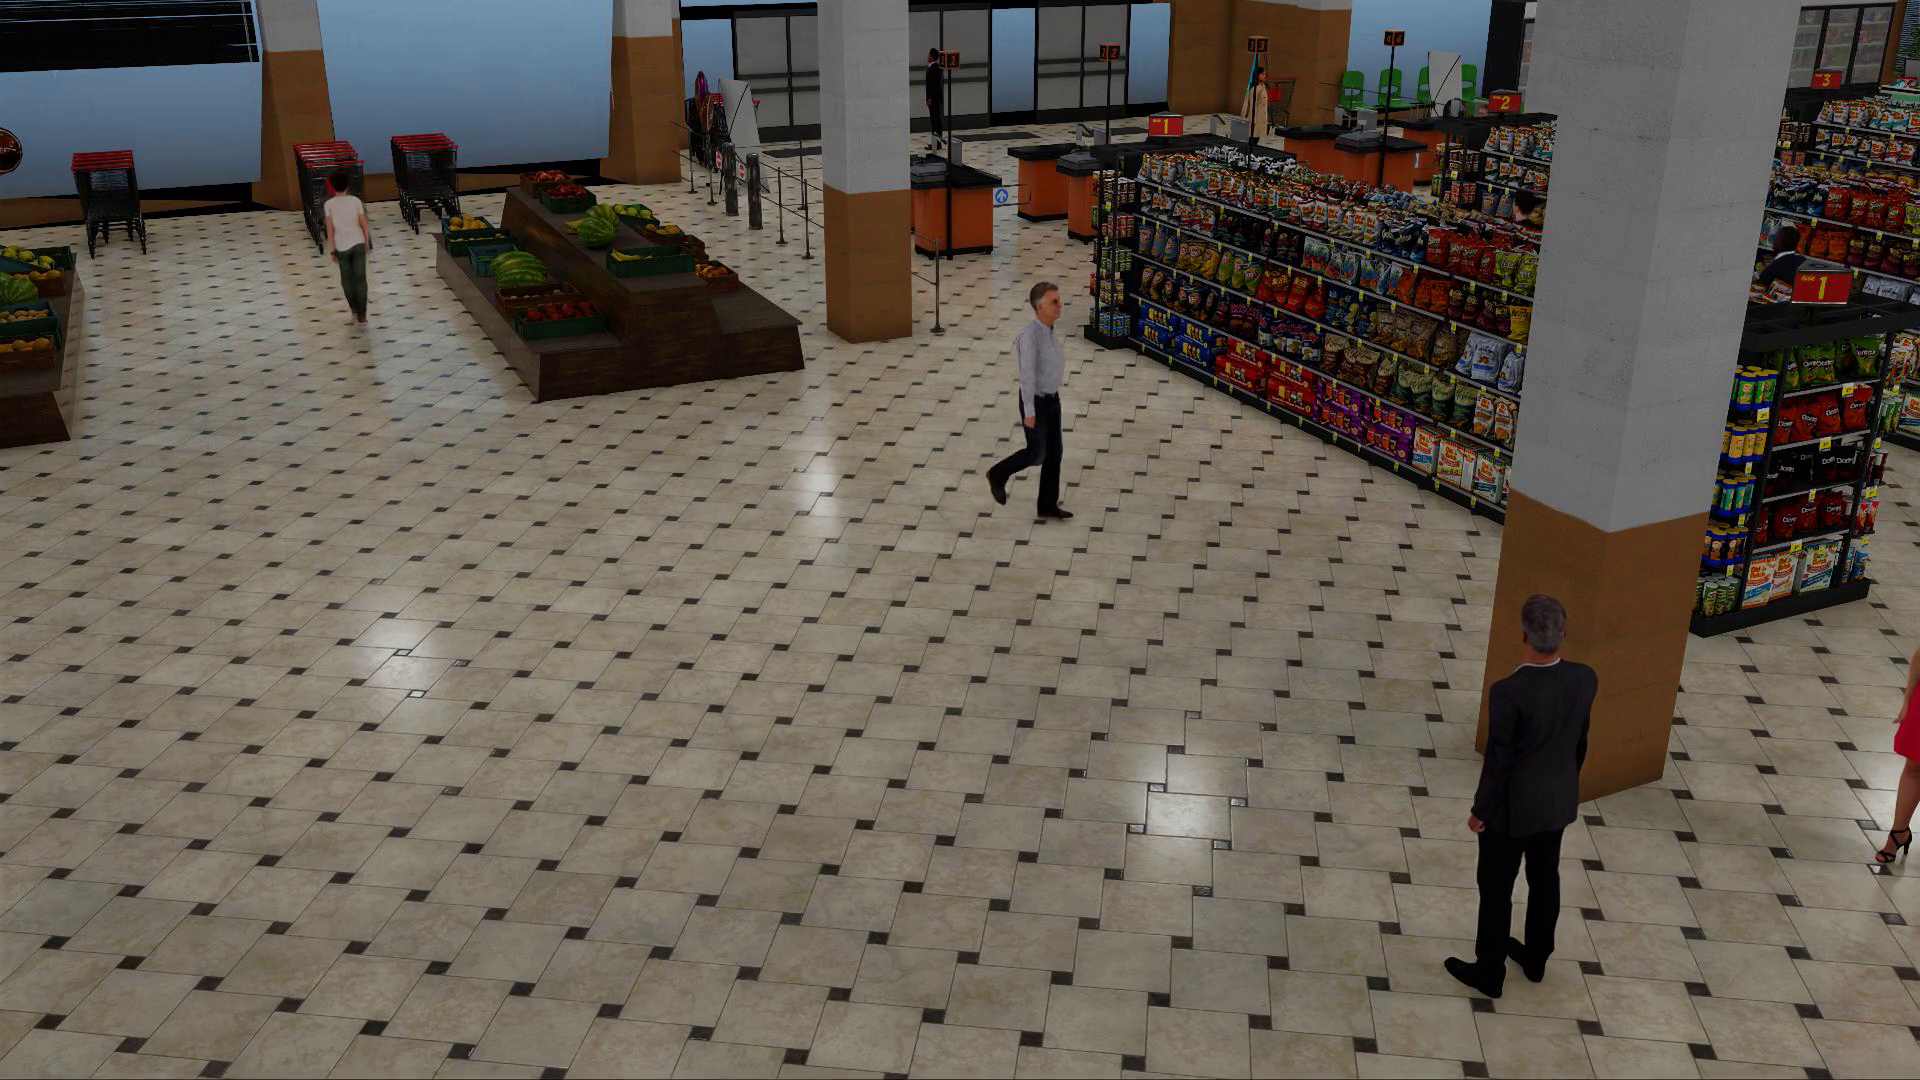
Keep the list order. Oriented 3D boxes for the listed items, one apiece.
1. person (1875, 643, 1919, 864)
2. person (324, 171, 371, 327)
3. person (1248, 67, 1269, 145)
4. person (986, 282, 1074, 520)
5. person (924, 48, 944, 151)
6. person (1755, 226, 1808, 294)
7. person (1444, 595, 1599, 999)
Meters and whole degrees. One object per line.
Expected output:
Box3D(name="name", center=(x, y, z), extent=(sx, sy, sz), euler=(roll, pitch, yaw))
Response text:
Box3D(name="person", center=(4.707, 0.816, 7.890), extent=(0.675, 1.728, 0.536), euler=(-15, 27, -33))
Box3D(name="person", center=(-6.466, -3.052, 17.674), extent=(0.663, 1.609, 1.174), euler=(-7, 23, -17))
Box3D(name="person", center=(4.773, -6.761, 26.809), extent=(0.745, 1.681, 0.724), euler=(11, 24, 26))
Box3D(name="person", center=(0.528, -1.028, 12.370), extent=(1.061, 1.808, 0.951), euler=(12, 25, 28))
Box3D(name="person", center=(-0.441, -7.731, 29.162), extent=(0.767, 1.727, 0.687), euler=(6, 23, 14))
Box3D(name="person", center=(6.935, -1.776, 14.210), extent=(0.696, 1.824, 0.611), euler=(-12, 25, -27))
Box3D(name="person", center=(2.399, 1.094, 7.055), extent=(0.703, 1.835, 0.590), euler=(-9, 24, -22))
